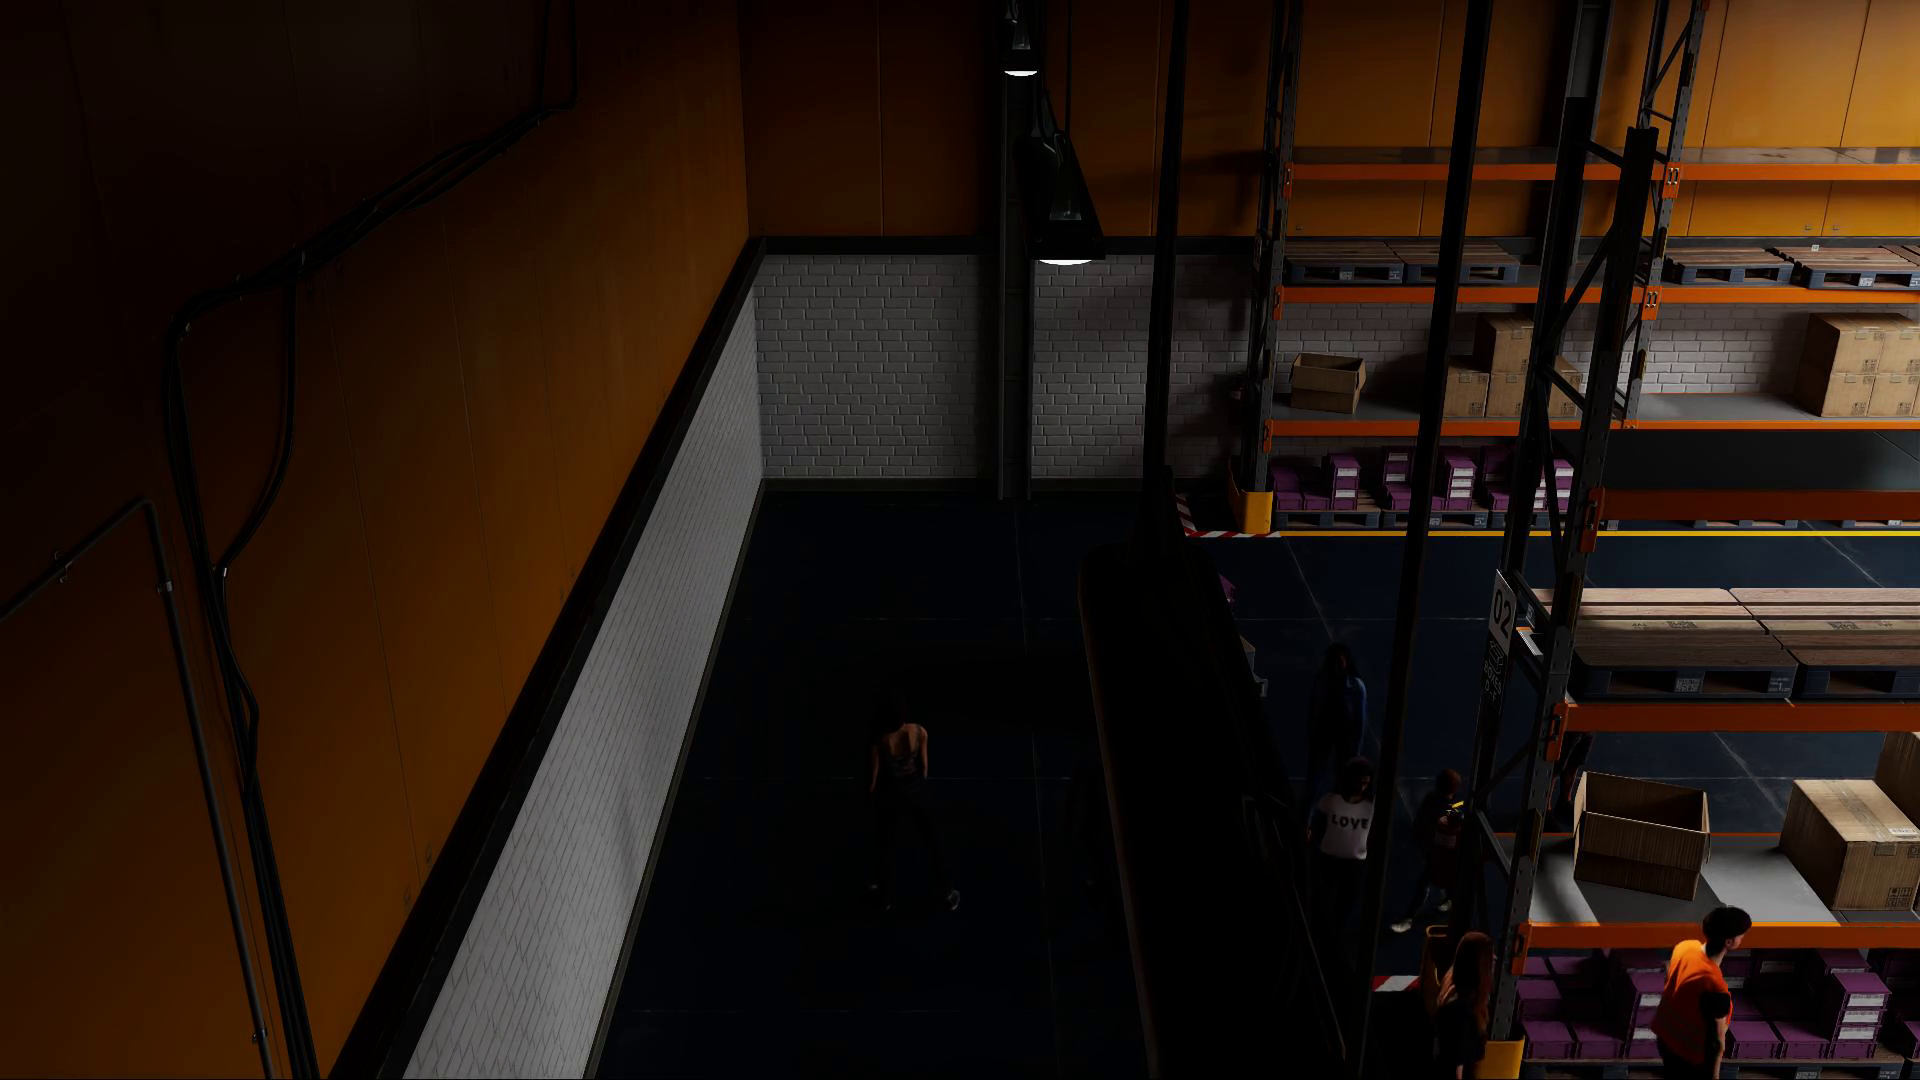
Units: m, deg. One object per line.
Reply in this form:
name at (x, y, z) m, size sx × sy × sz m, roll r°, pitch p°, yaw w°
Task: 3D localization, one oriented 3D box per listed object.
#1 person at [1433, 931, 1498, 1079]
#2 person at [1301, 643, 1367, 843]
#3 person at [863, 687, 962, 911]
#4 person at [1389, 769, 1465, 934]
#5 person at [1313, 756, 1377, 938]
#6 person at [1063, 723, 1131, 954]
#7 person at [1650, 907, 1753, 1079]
person at (2.738, 2.979, 9.543) m, size 0.987 × 1.696 × 0.768 m, roll 6°, pitch 24°, yaw 14°
person at (2.935, 1.536, 12.877) m, size 1.185 × 1.669 × 1.003 m, roll 9°, pitch 25°, yaw 21°
person at (-0.438, 1.878, 11.988) m, size 0.796 × 1.755 × 0.996 m, roll -6°, pitch 24°, yaw -14°
person at (3.457, 2.186, 11.889) m, size 1.020 × 1.270 × 0.840 m, roll -13°, pitch 27°, yaw -27°
person at (2.586, 2.198, 11.267) m, size 1.051 × 1.744 × 0.880 m, roll 8°, pitch 25°, yaw 18°
person at (1.100, 2.044, 11.535) m, size 1.111 × 1.813 × 1.100 m, roll -11°, pitch 26°, yaw -24°
person at (4.064, 2.902, 9.506) m, size 0.828 × 1.866 × 0.681 m, roll 1°, pitch 24°, yaw 2°
